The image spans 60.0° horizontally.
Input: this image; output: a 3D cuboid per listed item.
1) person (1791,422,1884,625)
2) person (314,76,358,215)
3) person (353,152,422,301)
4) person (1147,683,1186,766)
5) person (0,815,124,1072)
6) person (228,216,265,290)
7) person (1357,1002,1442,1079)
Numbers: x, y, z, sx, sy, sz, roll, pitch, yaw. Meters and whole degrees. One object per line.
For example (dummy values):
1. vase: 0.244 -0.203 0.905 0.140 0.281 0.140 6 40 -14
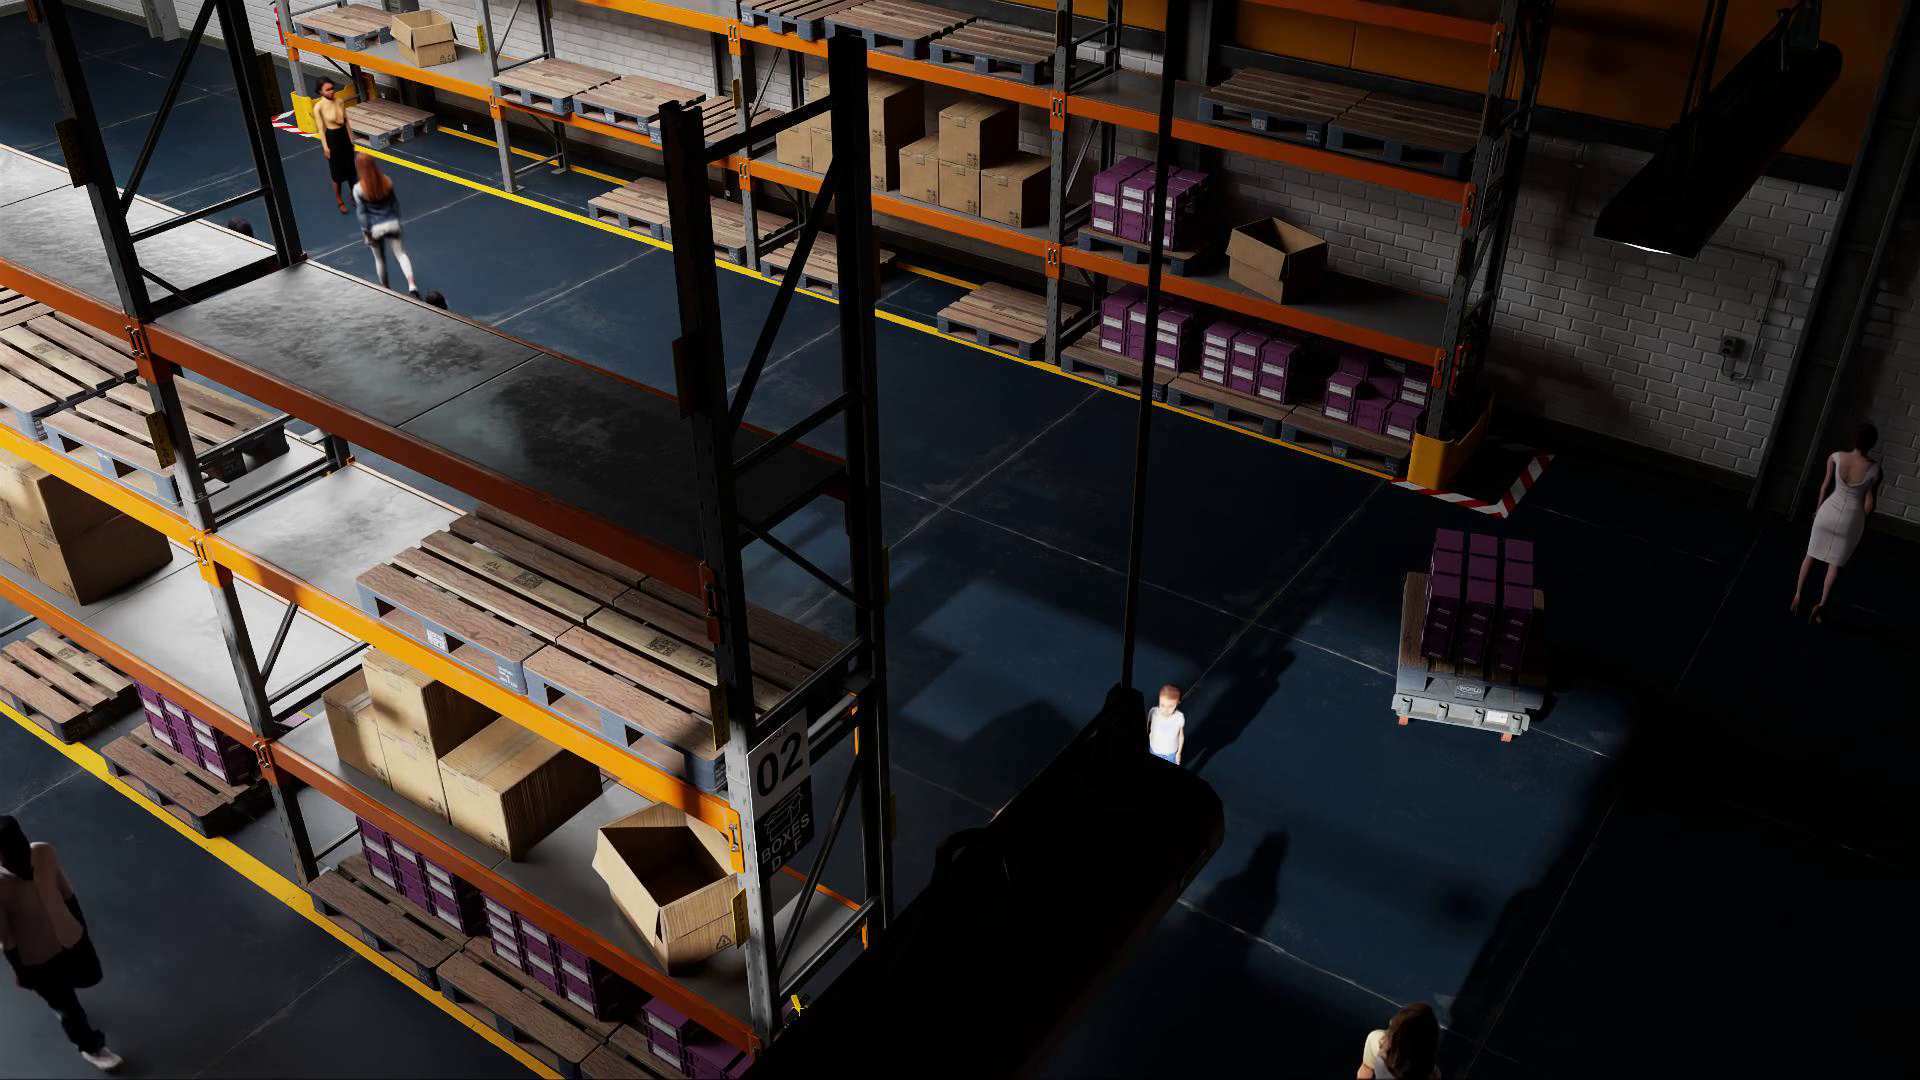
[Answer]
1. person: 6.760 -0.133 12.810 0.666 1.793 0.480 -27 42 -34
2. person: -7.411 -4.709 19.823 0.518 1.651 0.553 22 39 29
3. person: -6.074 -3.278 17.638 0.811 1.688 1.034 -24 40 -31
4. person: 1.380 1.386 11.223 0.428 1.020 0.523 10 35 15
5. person: -5.157 2.209 9.282 1.002 1.797 0.733 15 37 22
6. person: -6.854 -2.350 16.205 0.582 1.728 0.618 24 40 31
7. person: 2.156 2.923 8.277 0.751 1.722 0.589 -23 40 -30
